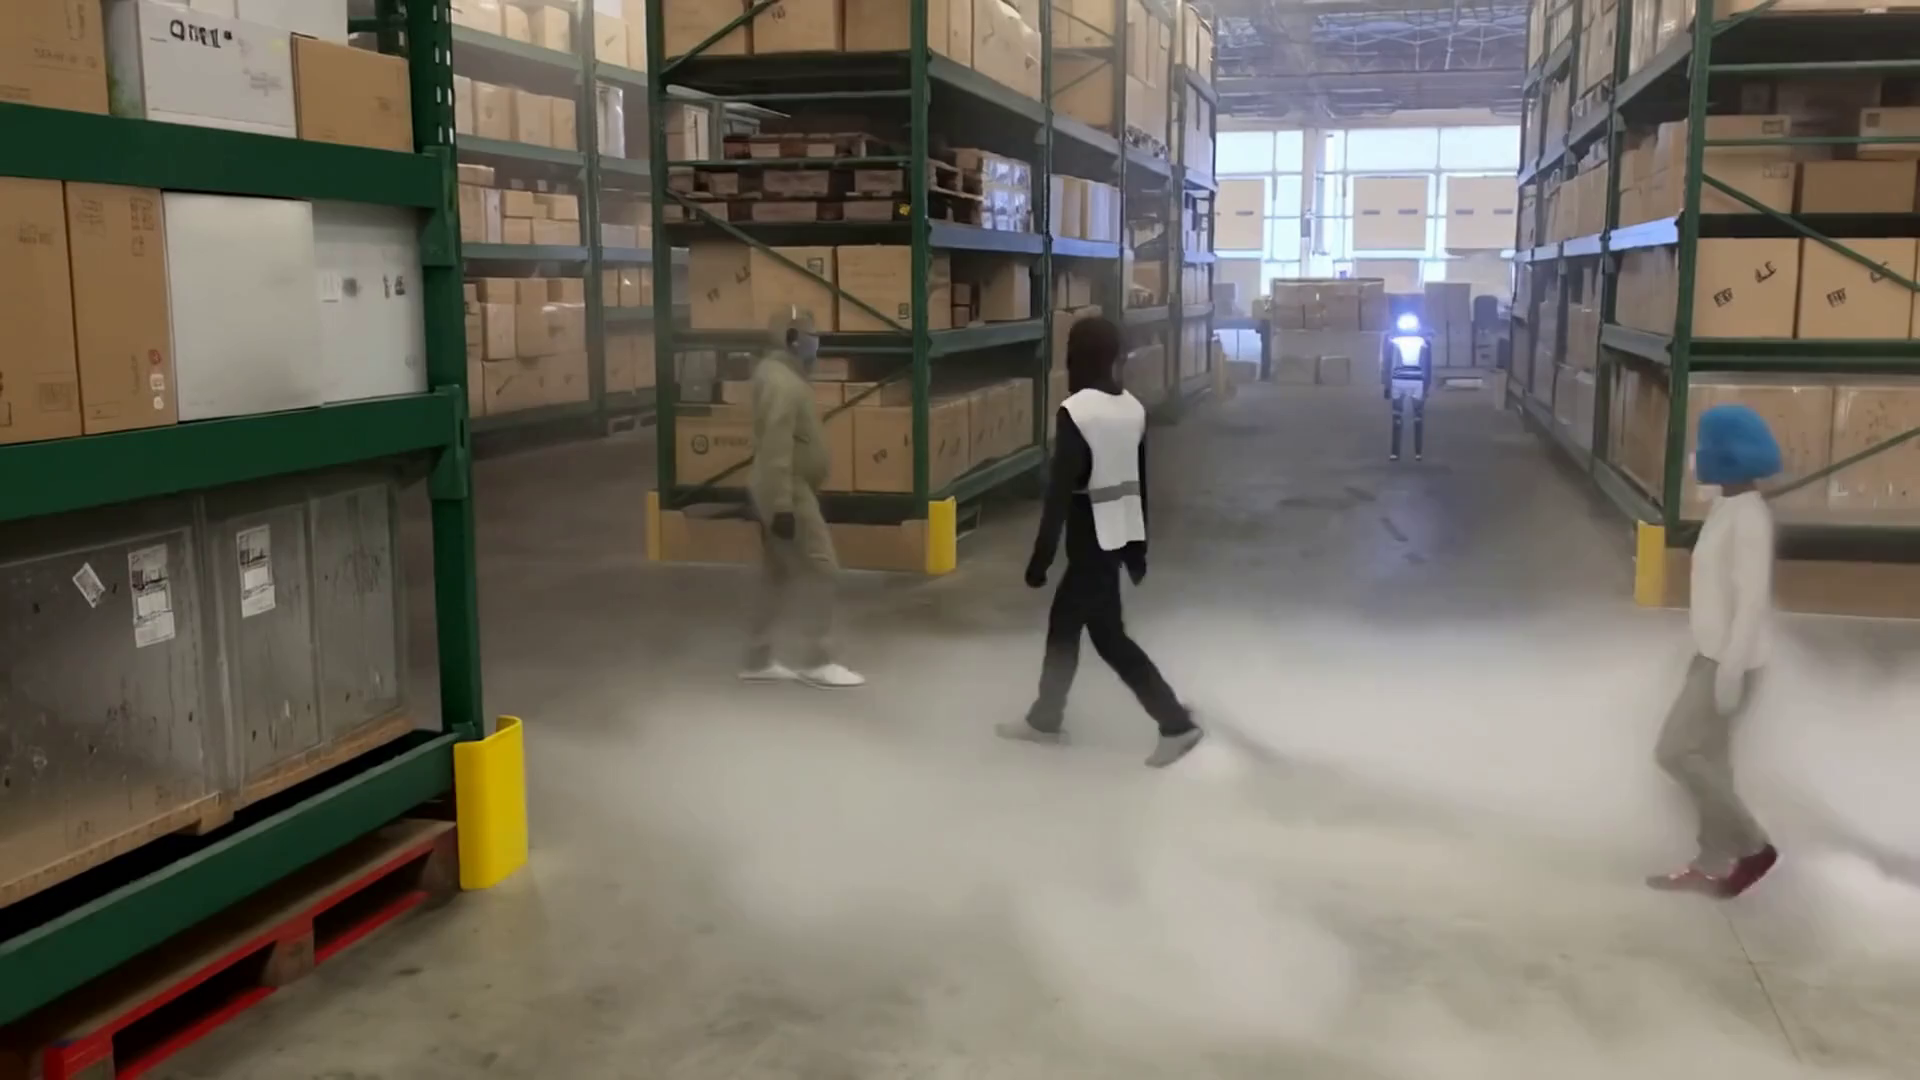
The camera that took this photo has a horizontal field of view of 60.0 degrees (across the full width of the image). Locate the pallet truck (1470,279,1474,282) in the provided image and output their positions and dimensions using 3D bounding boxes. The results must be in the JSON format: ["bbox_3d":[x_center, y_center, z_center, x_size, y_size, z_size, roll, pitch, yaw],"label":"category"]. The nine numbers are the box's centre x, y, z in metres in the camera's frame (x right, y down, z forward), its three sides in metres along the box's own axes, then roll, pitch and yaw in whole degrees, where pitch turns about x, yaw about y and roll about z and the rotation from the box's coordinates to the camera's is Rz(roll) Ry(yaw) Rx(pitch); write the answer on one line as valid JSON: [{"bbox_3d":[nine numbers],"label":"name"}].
[{"bbox_3d":[18.896,-8.459,60.307,1.885,1.965,0.823,5,10,31],"label":"pallet truck"}]

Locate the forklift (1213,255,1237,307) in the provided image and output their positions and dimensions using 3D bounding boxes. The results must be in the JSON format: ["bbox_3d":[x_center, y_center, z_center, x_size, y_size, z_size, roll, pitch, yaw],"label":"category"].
[{"bbox_3d":[8.572,-8.457,57.503,1.873,2.768,1.129,-4,10,-26],"label":"forklift"}]

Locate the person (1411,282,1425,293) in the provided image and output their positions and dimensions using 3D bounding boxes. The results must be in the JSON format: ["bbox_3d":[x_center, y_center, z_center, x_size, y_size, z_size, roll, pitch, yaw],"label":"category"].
[{"bbox_3d":[14.962,-7.480,54.403,0.634,1.910,0.904,0,9,1],"label":"person"}]

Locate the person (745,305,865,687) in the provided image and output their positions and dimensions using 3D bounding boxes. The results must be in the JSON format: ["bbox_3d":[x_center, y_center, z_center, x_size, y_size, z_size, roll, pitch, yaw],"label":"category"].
[{"bbox_3d":[-0.751,-0.206,8.228,0.730,1.882,0.686,-1,9,-8],"label":"person"}]

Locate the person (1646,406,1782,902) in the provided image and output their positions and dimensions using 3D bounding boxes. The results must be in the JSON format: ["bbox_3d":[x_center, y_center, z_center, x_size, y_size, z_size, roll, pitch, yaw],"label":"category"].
[{"bbox_3d":[2.401,0.382,5.330,0.345,1.620,0.525,3,9,19],"label":"person"}]

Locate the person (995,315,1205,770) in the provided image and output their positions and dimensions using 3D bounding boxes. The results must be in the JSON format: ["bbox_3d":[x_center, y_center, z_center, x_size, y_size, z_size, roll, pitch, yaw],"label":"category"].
[{"bbox_3d":[0.600,0.002,6.947,0.982,1.883,0.592,5,10,28],"label":"person"}]

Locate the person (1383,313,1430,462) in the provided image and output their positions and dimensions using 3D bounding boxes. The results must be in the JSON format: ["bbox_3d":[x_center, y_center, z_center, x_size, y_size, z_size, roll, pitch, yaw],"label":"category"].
[{"bbox_3d":[4.921,-1.670,18.317,0.512,1.639,0.311,-1,9,-3],"label":"person"}]

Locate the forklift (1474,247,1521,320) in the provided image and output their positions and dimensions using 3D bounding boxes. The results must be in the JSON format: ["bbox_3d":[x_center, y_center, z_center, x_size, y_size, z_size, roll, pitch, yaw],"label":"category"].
[{"bbox_3d":[13.968,-6.343,44.069,1.873,2.768,1.129,-2,9,-10],"label":"forklift"}]
